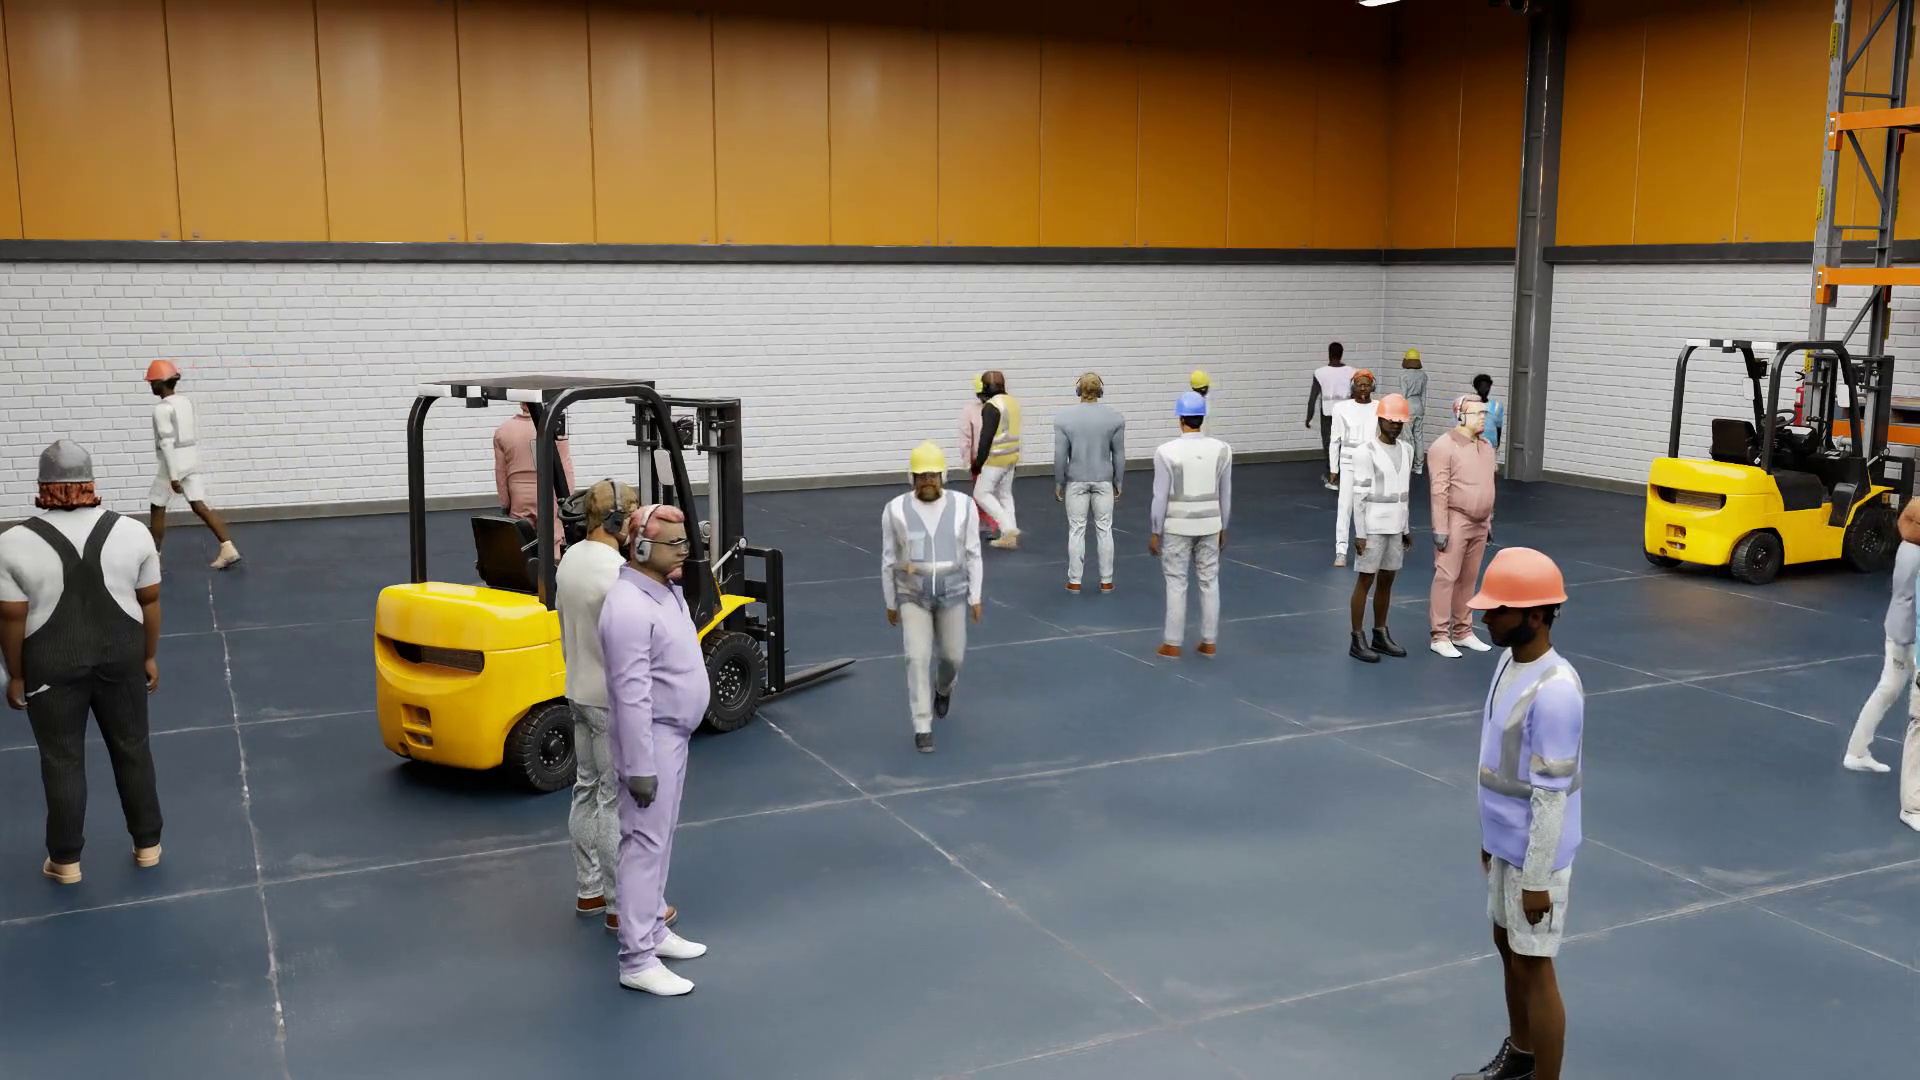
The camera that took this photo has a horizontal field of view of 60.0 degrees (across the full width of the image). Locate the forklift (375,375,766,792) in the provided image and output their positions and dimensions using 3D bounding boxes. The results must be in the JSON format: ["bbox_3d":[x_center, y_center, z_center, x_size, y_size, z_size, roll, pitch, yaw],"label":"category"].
[{"bbox_3d":[-2.268,0.149,9.685,1.214,2.155,2.313,6,11,32],"label":"forklift"}]

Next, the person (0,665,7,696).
[{"bbox_3d":[-4.917,0.585,7.992,0.558,1.871,0.356,-5,11,-30],"label":"person"}]

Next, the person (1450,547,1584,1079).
[{"bbox_3d":[1.804,0.976,5.399,0.386,1.930,0.540,1,9,5],"label":"person"}]

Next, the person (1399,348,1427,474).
[{"bbox_3d":[6.226,-1.774,23.009,0.493,1.743,0.314,-5,10,-29],"label":"person"}]

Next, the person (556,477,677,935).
[{"bbox_3d":[-1.486,0.698,7.077,0.372,1.938,0.627,-7,11,-36],"label":"person"}]

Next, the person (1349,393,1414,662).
[{"bbox_3d":[3.064,-0.092,11.987,0.547,1.933,0.376,-6,11,-32],"label":"person"}]

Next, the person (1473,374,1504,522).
[{"bbox_3d":[5.885,-1.057,18.858,0.539,1.647,0.891,1,9,4],"label":"person"}]

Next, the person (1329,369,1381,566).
[{"bbox_3d":[3.795,-0.678,15.778,0.581,1.882,0.351,1,9,8],"label":"person"}]

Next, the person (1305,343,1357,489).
[{"bbox_3d":[4.802,-1.619,21.621,0.627,1.881,0.788,-1,9,-9],"label":"person"}]

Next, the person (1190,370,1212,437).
[{"bbox_3d":[2.689,-1.056,18.638,0.331,1.717,0.673,4,10,25],"label":"person"}]

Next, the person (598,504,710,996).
[{"bbox_3d":[-1.177,0.802,6.529,0.401,1.904,0.649,0,9,0],"label":"person"}]

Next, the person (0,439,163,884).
[{"bbox_3d":[-4.072,0.547,7.692,0.683,2.000,0.536,-7,12,-37],"label":"person"}]

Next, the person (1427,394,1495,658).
[{"bbox_3d":[3.689,-0.108,12.154,0.643,1.913,0.411,-7,12,-38],"label":"person"}]

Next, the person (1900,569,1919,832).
[{"bbox_3d":[4.964,0.645,8.317,0.514,1.642,0.310,-4,10,-22],"label":"person"}]

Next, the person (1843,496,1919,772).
[{"bbox_3d":[5.237,0.541,9.104,0.625,1.591,0.528,5,10,26],"label":"person"}]

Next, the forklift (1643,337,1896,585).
[{"bbox_3d":[7.551,-0.789,15.507,2.313,2.155,1.214,-4,10,-25],"label":"forklift"}]

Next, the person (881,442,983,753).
[{"bbox_3d":[-0.171,0.305,9.895,0.599,1.815,0.723,-1,9,-5],"label":"person"}]

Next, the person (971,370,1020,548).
[{"bbox_3d":[0.393,-0.790,16.678,0.464,1.823,0.639,4,10,24],"label":"person"}]

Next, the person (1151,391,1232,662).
[{"bbox_3d":[1.660,-0.094,11.956,0.610,1.946,0.396,-2,9,-15],"label":"person"}]

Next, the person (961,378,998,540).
[{"bbox_3d":[0.276,-0.888,17.634,0.523,1.713,0.921,0,9,2],"label":"person"}]

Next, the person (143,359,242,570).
[{"bbox_3d":[-7.265,-0.687,15.516,1.049,2.001,0.608,1,9,8],"label":"person"}]

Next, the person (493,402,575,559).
[{"bbox_3d":[-3.411,-0.315,13.455,0.651,1.906,0.409,1,9,9],"label":"person"}]

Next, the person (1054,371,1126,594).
[{"bbox_3d":[1.120,-0.490,14.441,0.627,1.940,0.372,0,9,-1],"label":"person"}]
